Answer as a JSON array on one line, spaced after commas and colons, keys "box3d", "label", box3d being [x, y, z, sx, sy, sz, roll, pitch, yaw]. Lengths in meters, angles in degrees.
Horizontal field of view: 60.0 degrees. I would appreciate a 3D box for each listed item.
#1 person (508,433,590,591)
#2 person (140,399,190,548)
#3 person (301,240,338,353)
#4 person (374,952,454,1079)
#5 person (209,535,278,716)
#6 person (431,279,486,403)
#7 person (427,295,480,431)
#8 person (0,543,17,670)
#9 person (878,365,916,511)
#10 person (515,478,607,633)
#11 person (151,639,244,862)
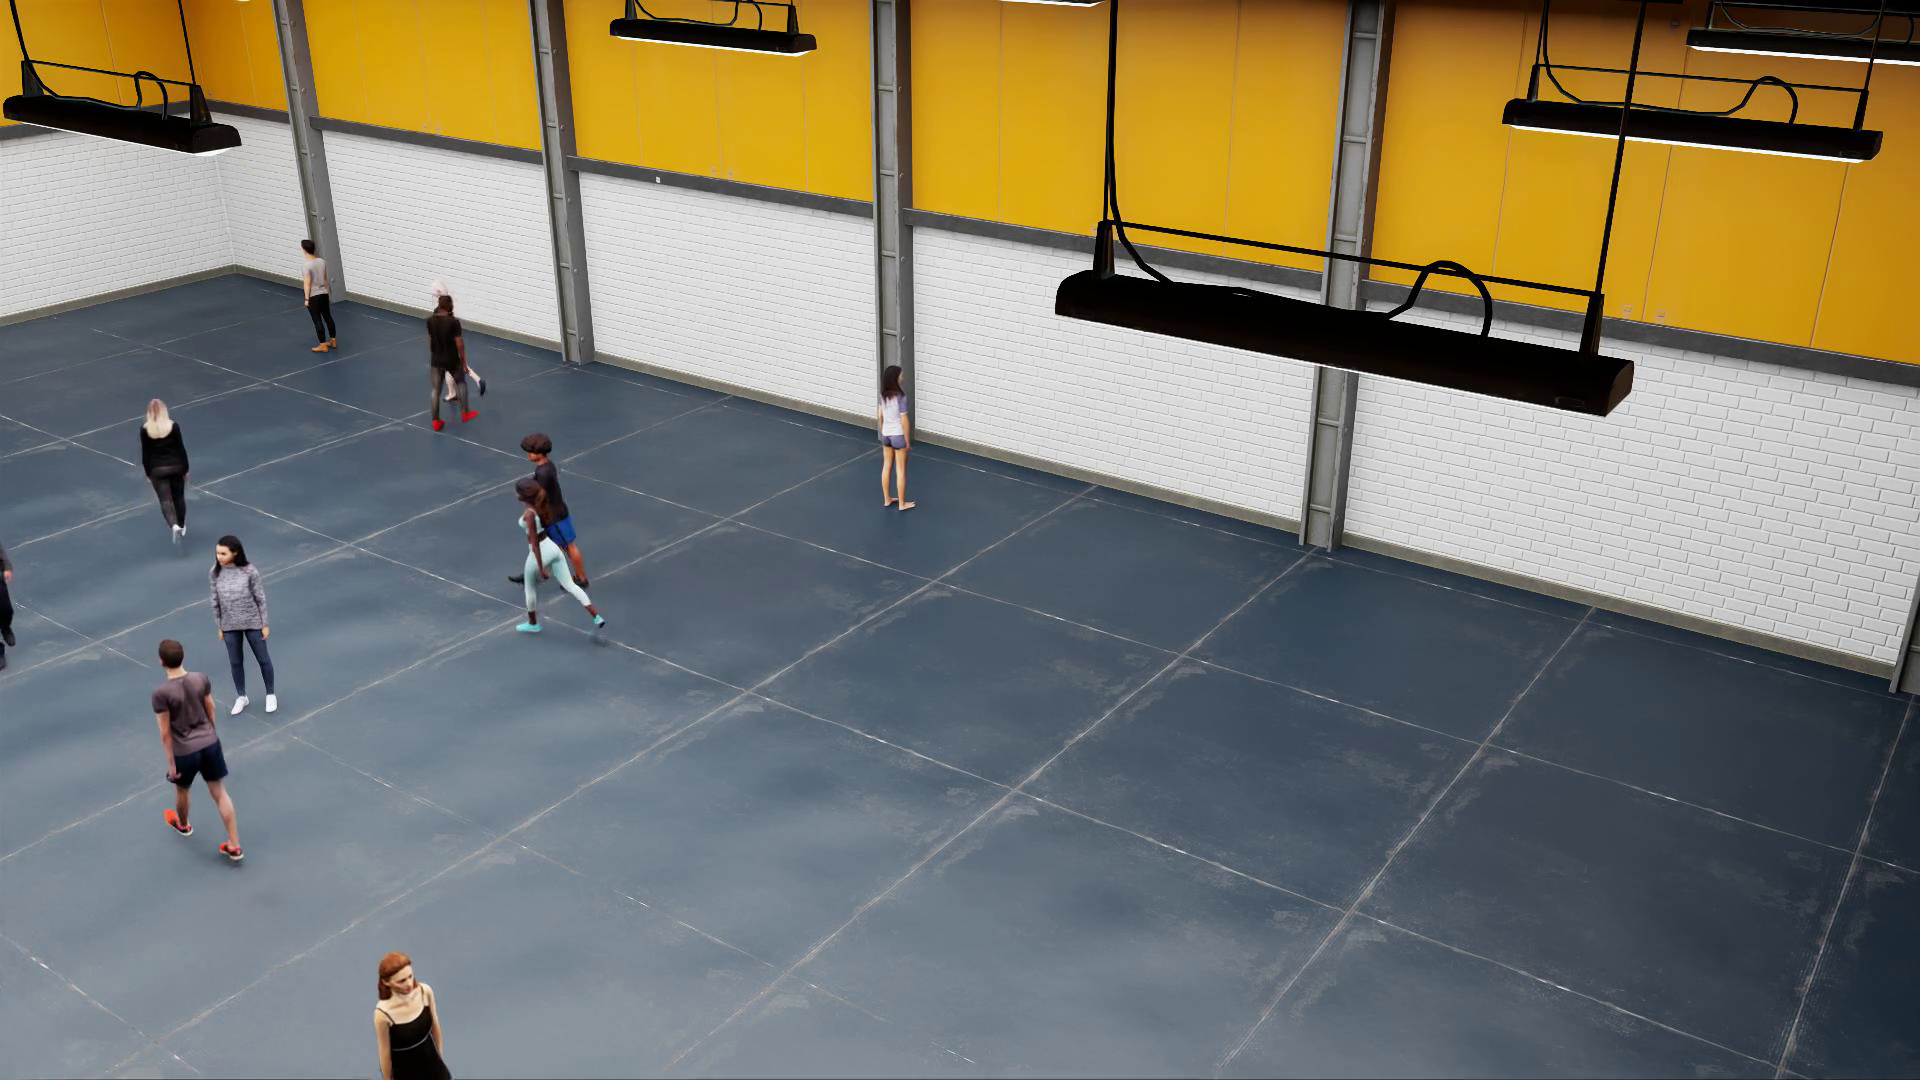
[{"box3d": [-4.155, -0.272, 17.340, 1.079, 1.752, 1.061, -8, 25, -17], "label": "person"}, {"box3d": [-8.813, -0.723, 18.484, 0.915, 1.661, 1.105, -11, 26, -23], "label": "person"}, {"box3d": [-9.767, -3.721, 25.280, 0.572, 1.712, 0.637, 11, 26, 23], "label": "person"}, {"box3d": [-3.285, 3.088, 9.830, 0.684, 1.611, 0.608, 19, 30, 37], "label": "person"}, {"box3d": [-6.481, 0.747, 15.035, 0.670, 1.731, 0.744, -2, 24, -5], "label": "person"}, {"box3d": [-6.935, -2.695, 22.830, 1.058, 1.794, 0.902, 4, 24, 9], "label": "person"}, {"box3d": [-6.824, -2.324, 22.007, 0.916, 1.774, 0.927, 0, 24, -1], "label": "person"}, {"box3d": [-9.381, 0.334, 15.867, 0.902, 1.820, 0.946, -18, 29, -35], "label": "person"}, {"box3d": [-0.766, -1.204, 19.498, 0.479, 1.731, 0.662, 19, 30, 37], "label": "person"}, {"box3d": [-3.999, 0.208, 16.335, 1.256, 1.676, 0.813, 9, 25, 20], "label": "person"}, {"box3d": [-5.859, 1.666, 12.841, 1.150, 1.804, 0.694, 17, 29, 33], "label": "person"}]
